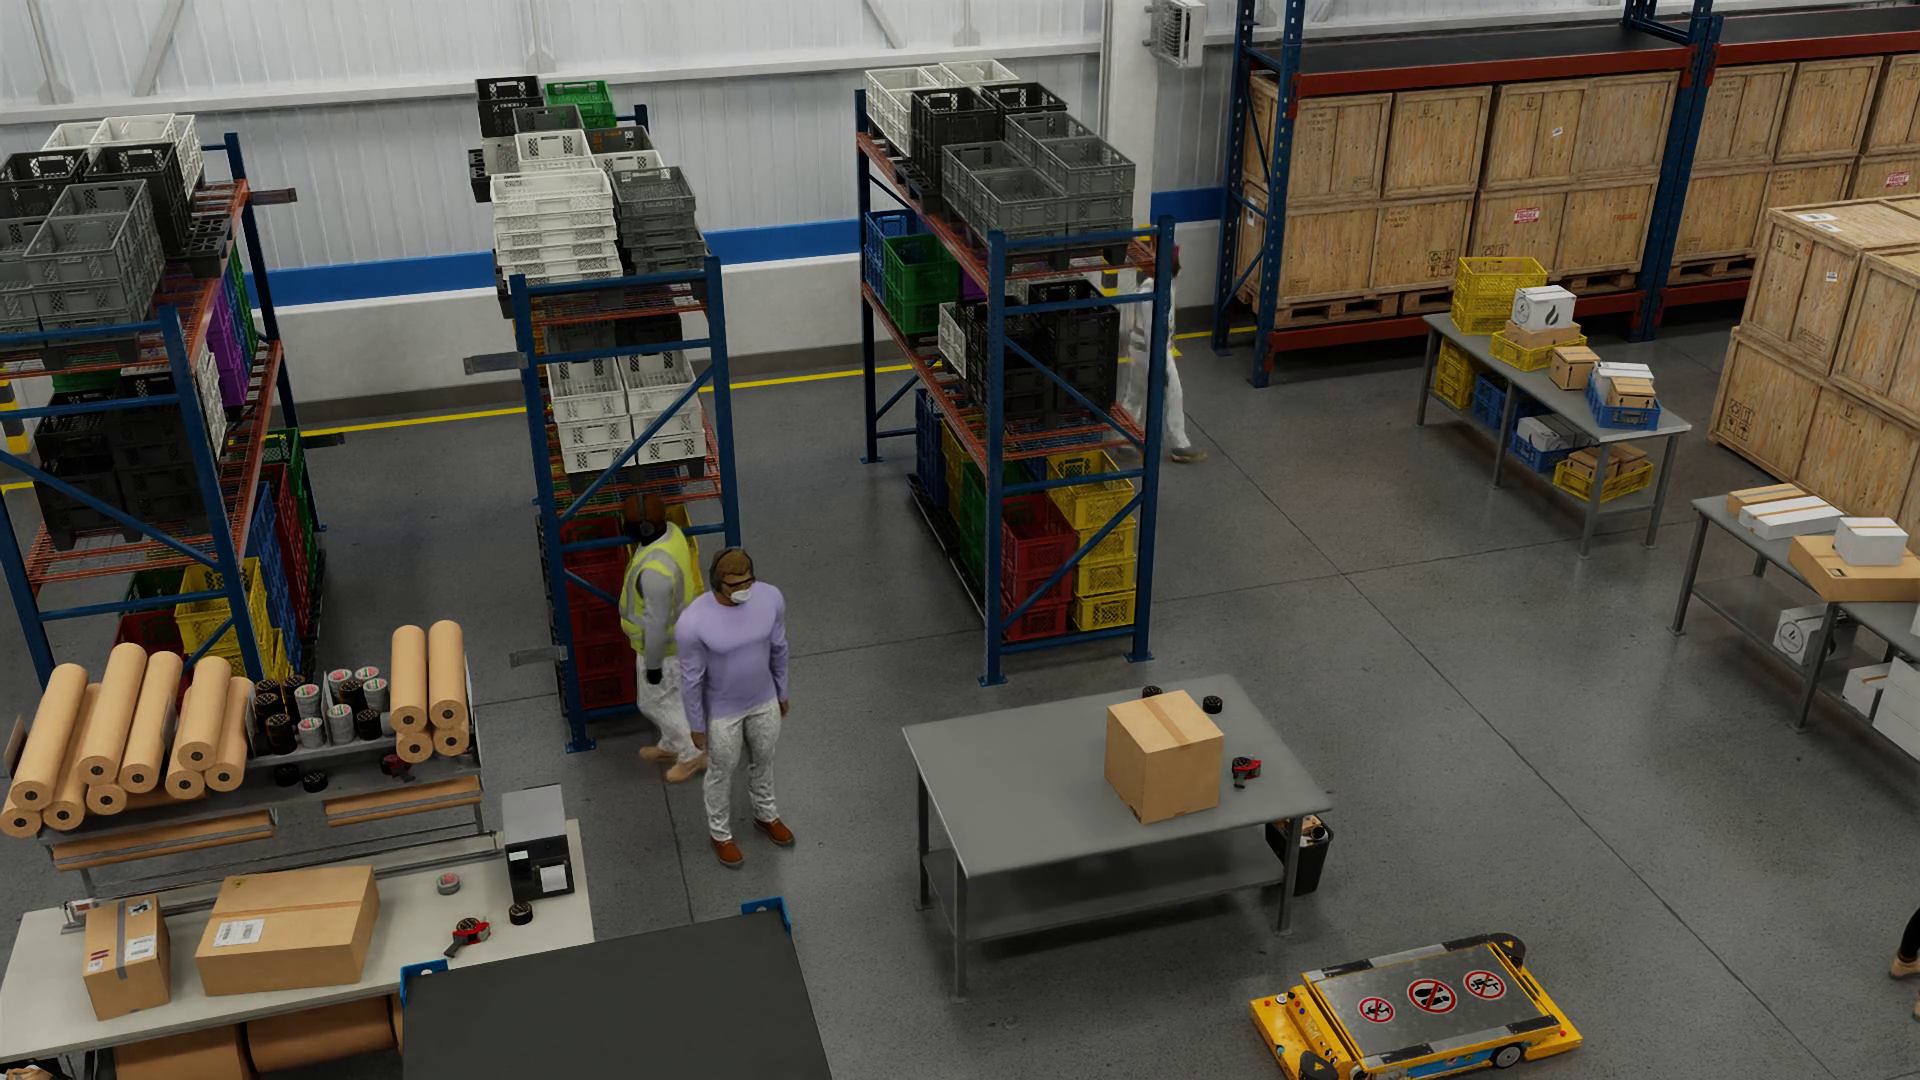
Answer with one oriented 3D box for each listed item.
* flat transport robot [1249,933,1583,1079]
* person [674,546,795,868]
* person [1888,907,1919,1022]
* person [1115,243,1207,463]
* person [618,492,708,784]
[{"bbox_3d":[2.184,2.282,7.980,1.431,0.197,0.652,-8,30,-14],"label":"flat transport robot"},{"bbox_3d":[-1.178,0.870,8.839,0.628,1.931,0.358,-19,34,-30],"label":"person"},{"bbox_3d":[4.831,1.537,7.882,0.323,1.690,0.546,1,29,2],"label":"person"},{"bbox_3d":[1.626,-1.434,13.116,0.821,1.857,0.577,15,32,26],"label":"person"},{"bbox_3d":[-1.699,0.554,9.521,0.460,1.829,0.635,0,29,0],"label":"person"}]
